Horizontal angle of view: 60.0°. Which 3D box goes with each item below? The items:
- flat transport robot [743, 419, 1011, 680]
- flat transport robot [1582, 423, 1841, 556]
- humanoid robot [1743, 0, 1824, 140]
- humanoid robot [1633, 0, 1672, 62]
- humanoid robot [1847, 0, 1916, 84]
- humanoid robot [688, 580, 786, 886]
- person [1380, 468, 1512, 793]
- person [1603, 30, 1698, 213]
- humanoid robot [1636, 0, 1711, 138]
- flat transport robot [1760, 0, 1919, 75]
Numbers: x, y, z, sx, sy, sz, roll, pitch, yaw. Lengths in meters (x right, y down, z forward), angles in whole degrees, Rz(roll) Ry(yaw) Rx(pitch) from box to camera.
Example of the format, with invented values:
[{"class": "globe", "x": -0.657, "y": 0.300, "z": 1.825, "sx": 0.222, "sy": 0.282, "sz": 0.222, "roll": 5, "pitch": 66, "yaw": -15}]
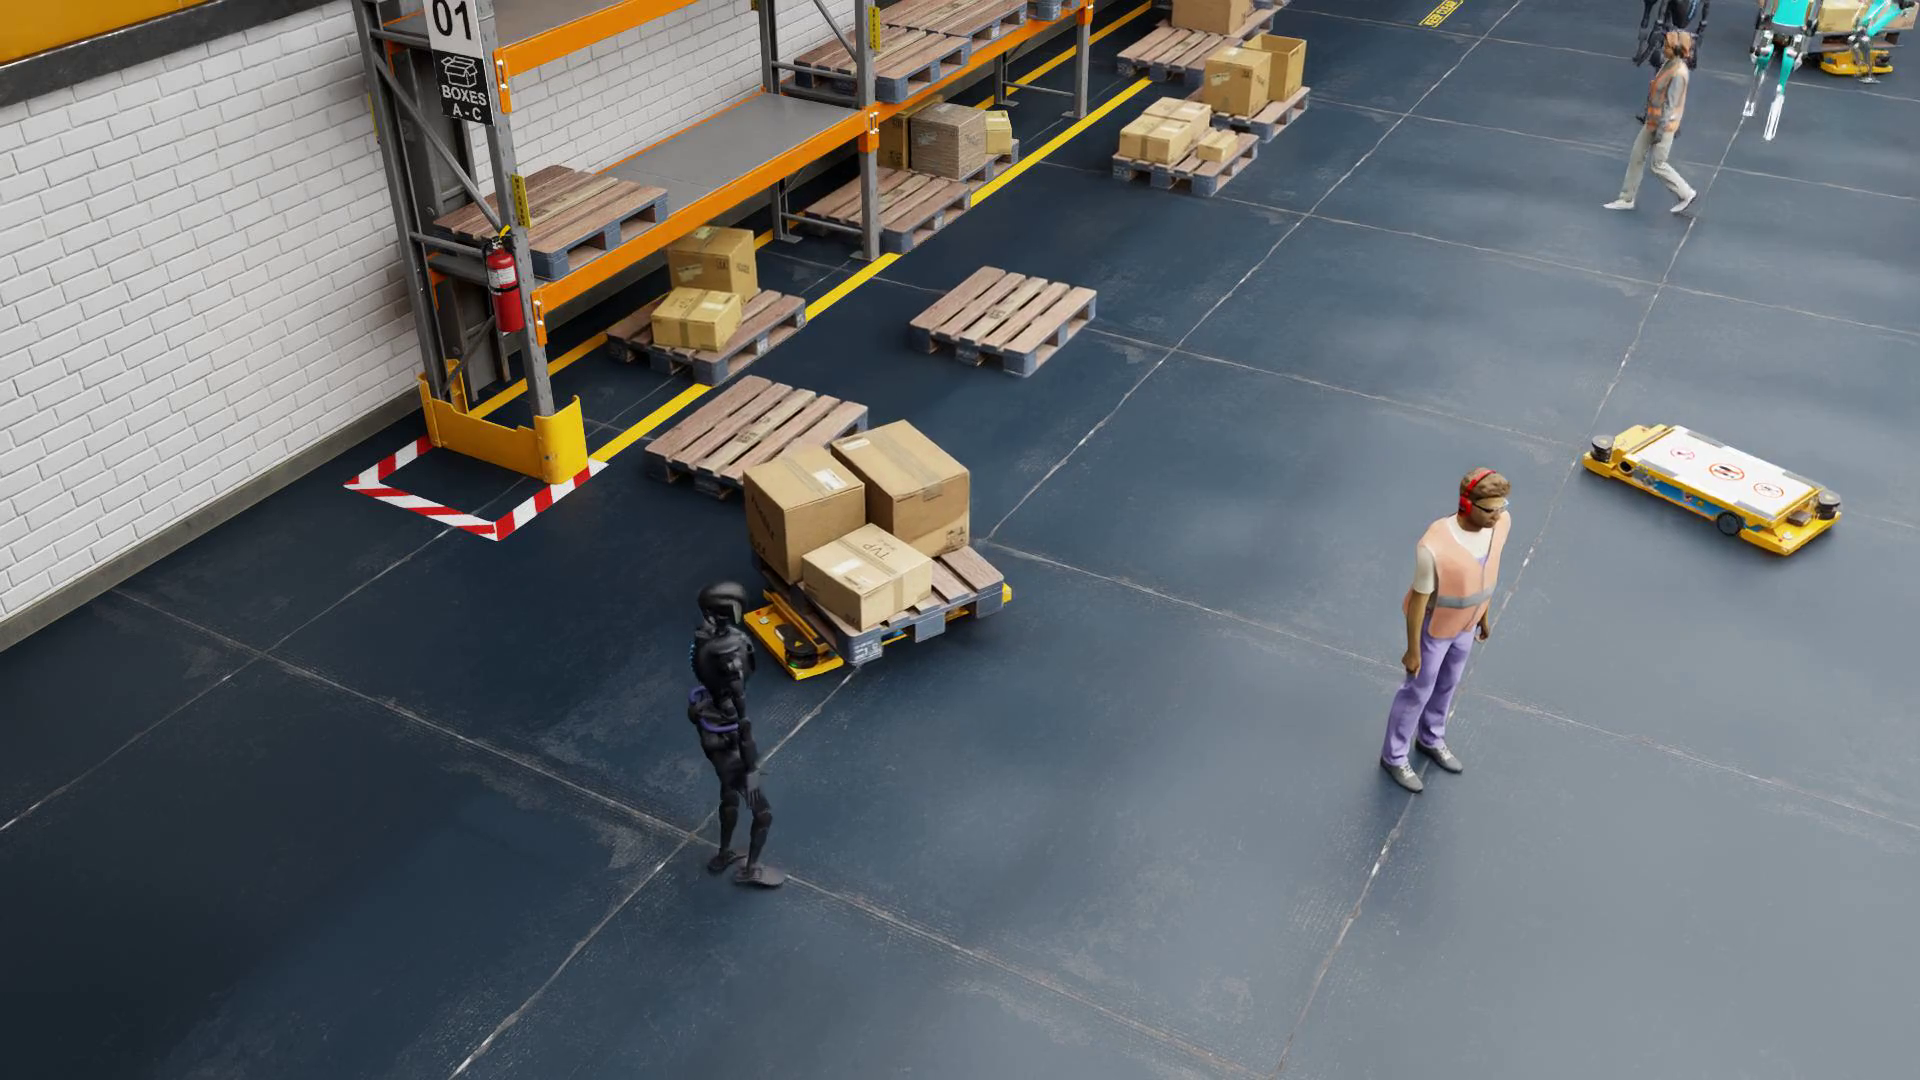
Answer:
[{"class": "flat transport robot", "x": -0.472, "y": 0.351, "z": 9.617, "sx": 1.431, "sy": 0.231, "sz": 0.659, "roll": -20, "pitch": 38, "yaw": -27}, {"class": "flat transport robot", "x": 4.829, "y": -0.375, "z": 10.715, "sx": 0.659, "sy": 0.231, "sz": 1.431, "roll": -25, "pitch": 41, "yaw": -32}, {"class": "humanoid robot", "x": 7.978, "y": -4.820, "z": 16.190, "sx": 0.535, "sy": 1.806, "sz": 1.000, "roll": 13, "pitch": 36, "yaw": 19}, {"class": "humanoid robot", "x": 7.571, "y": -5.968, "z": 17.908, "sx": 0.610, "sy": 1.649, "sz": 0.325, "roll": 16, "pitch": 37, "yaw": 23}, {"class": "humanoid robot", "x": 9.631, "y": -5.649, "z": 17.362, "sx": 0.717, "sy": 1.782, "sz": 0.530, "roll": -16, "pitch": 37, "yaw": -23}, {"class": "humanoid robot", "x": -1.048, "y": 0.880, "z": 7.546, "sx": 0.306, "sy": 1.650, "sz": 0.608, "roll": -14, "pitch": 36, "yaw": -20}, {"class": "person", "x": 2.352, "y": 0.419, "z": 8.100, "sx": 0.557, "sy": 1.834, "sz": 0.405, "roll": -21, "pitch": 39, "yaw": -29}, {"class": "person", "x": 6.105, "y": -3.570, "z": 14.330, "sx": 0.679, "sy": 1.620, "sz": 0.518, "roll": 4, "pitch": 34, "yaw": 6}, {"class": "humanoid robot", "x": 6.914, "y": -4.732, "z": 16.092, "sx": 0.610, "sy": 1.638, "sz": 0.766, "roll": -7, "pitch": 34, "yaw": -10}, {"class": "flat transport robot", "x": 9.599, "y": -5.455, "z": 18.401, "sx": 0.659, "sy": 0.231, "sz": 1.431, "roll": -5, "pitch": 34, "yaw": -7}]
